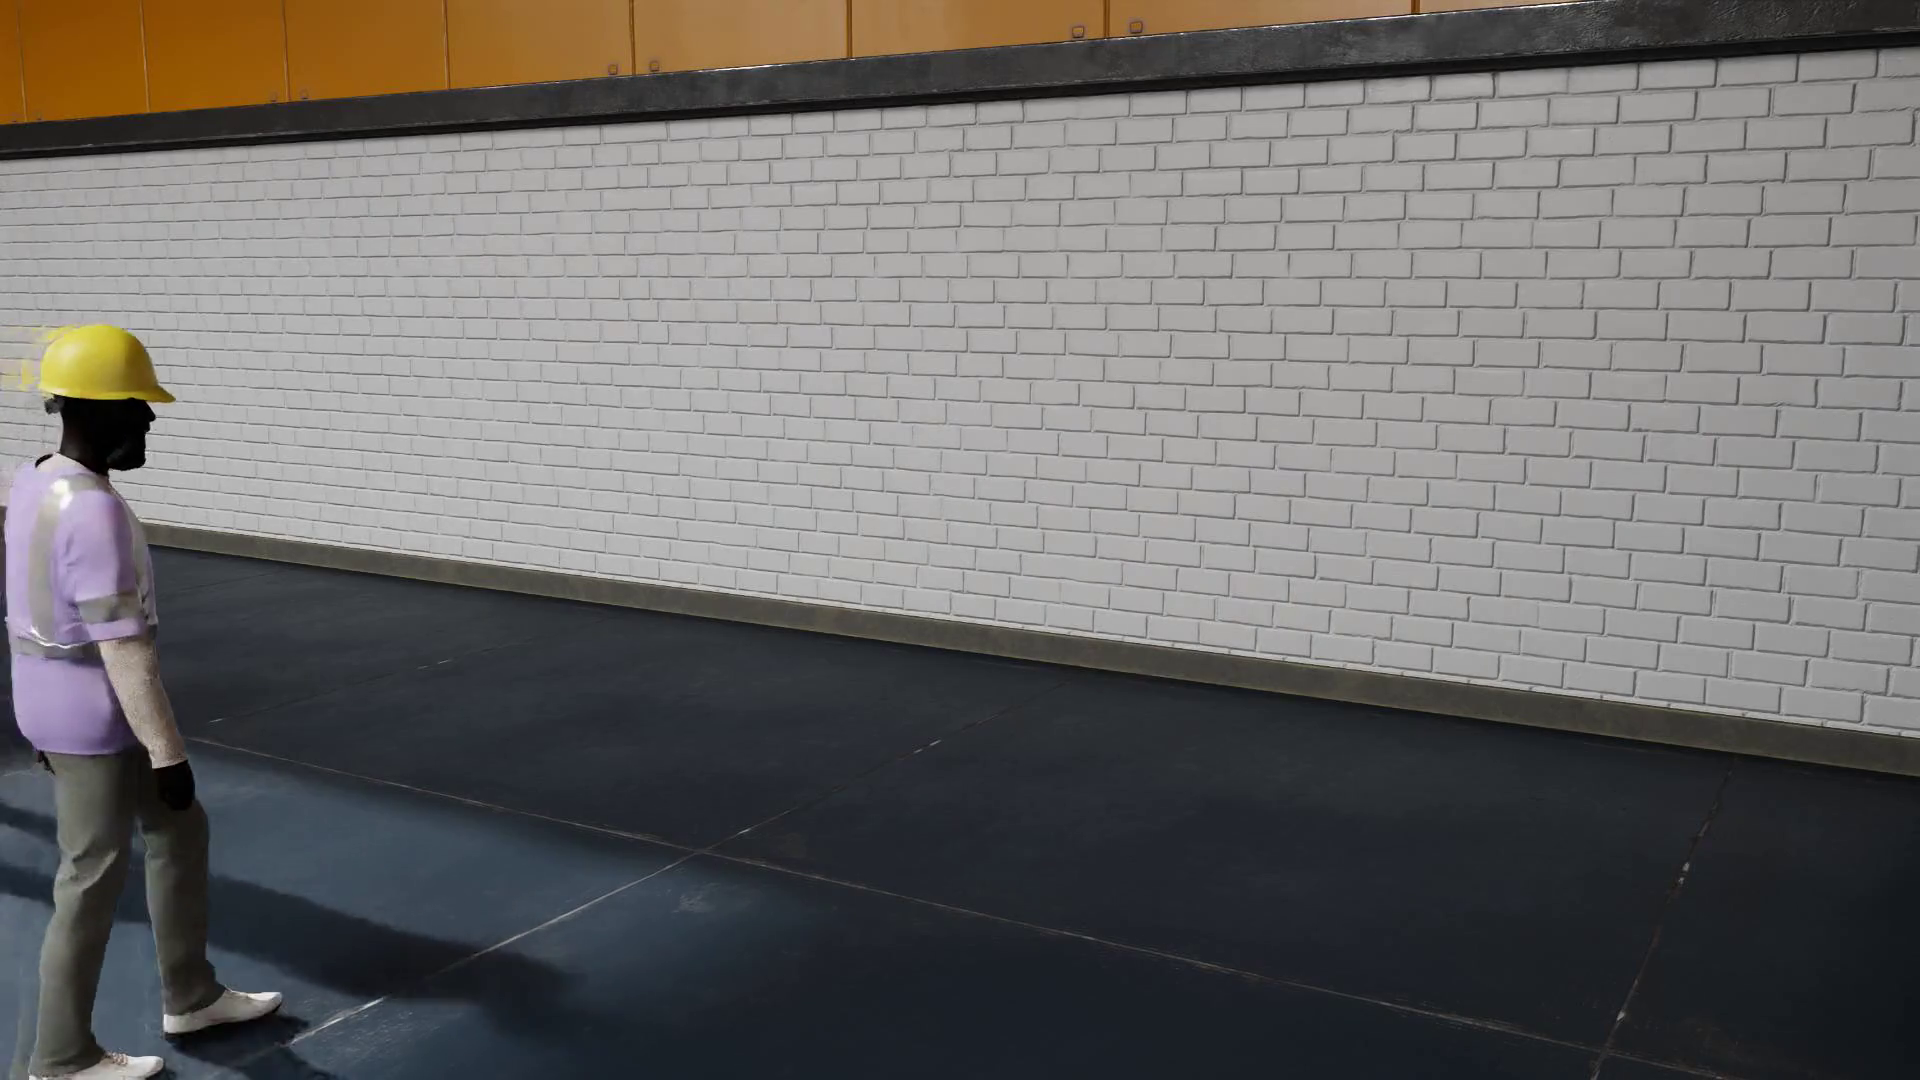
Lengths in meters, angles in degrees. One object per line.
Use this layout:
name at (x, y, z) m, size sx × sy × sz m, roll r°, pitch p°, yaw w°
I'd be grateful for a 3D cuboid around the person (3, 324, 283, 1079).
person at (-2.018, 0.422, 4.141) m, size 0.777 × 1.894 × 0.618 m, roll -7°, pitch 11°, yaw -36°
